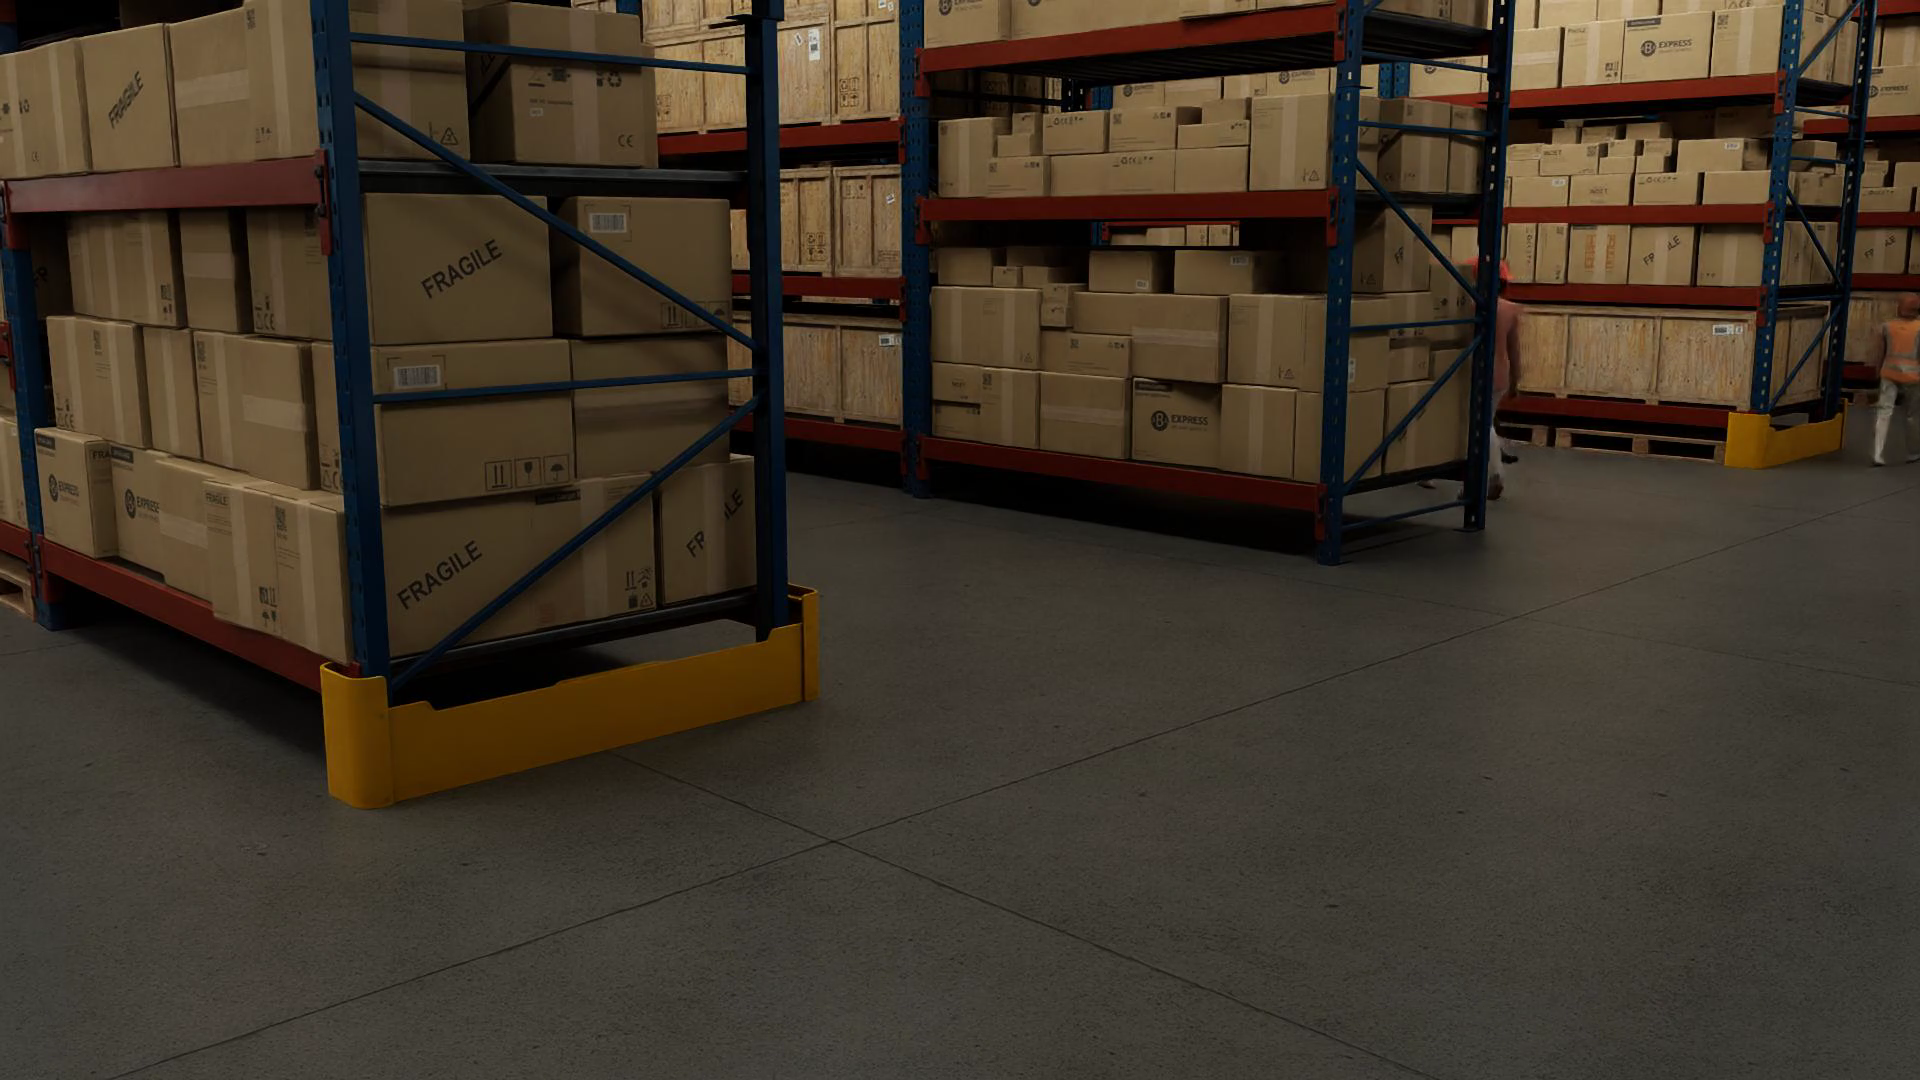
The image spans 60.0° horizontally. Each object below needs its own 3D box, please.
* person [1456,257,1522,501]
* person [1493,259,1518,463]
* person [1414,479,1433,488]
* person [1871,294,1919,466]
[{"bbox_3d":[4.114,-1.255,13.210,0.657,1.957,0.450,-2,11,-12],"label":"person"},{"bbox_3d":[4.929,-1.690,15.710,0.746,1.915,0.553,8,13,36],"label":"person"},{"bbox_3d":[3.871,-1.331,14.194,0.551,1.742,0.692,-3,11,-14],"label":"person"},{"bbox_3d":[8.741,-1.482,15.435,0.857,1.589,0.534,-9,14,-42],"label":"person"}]
